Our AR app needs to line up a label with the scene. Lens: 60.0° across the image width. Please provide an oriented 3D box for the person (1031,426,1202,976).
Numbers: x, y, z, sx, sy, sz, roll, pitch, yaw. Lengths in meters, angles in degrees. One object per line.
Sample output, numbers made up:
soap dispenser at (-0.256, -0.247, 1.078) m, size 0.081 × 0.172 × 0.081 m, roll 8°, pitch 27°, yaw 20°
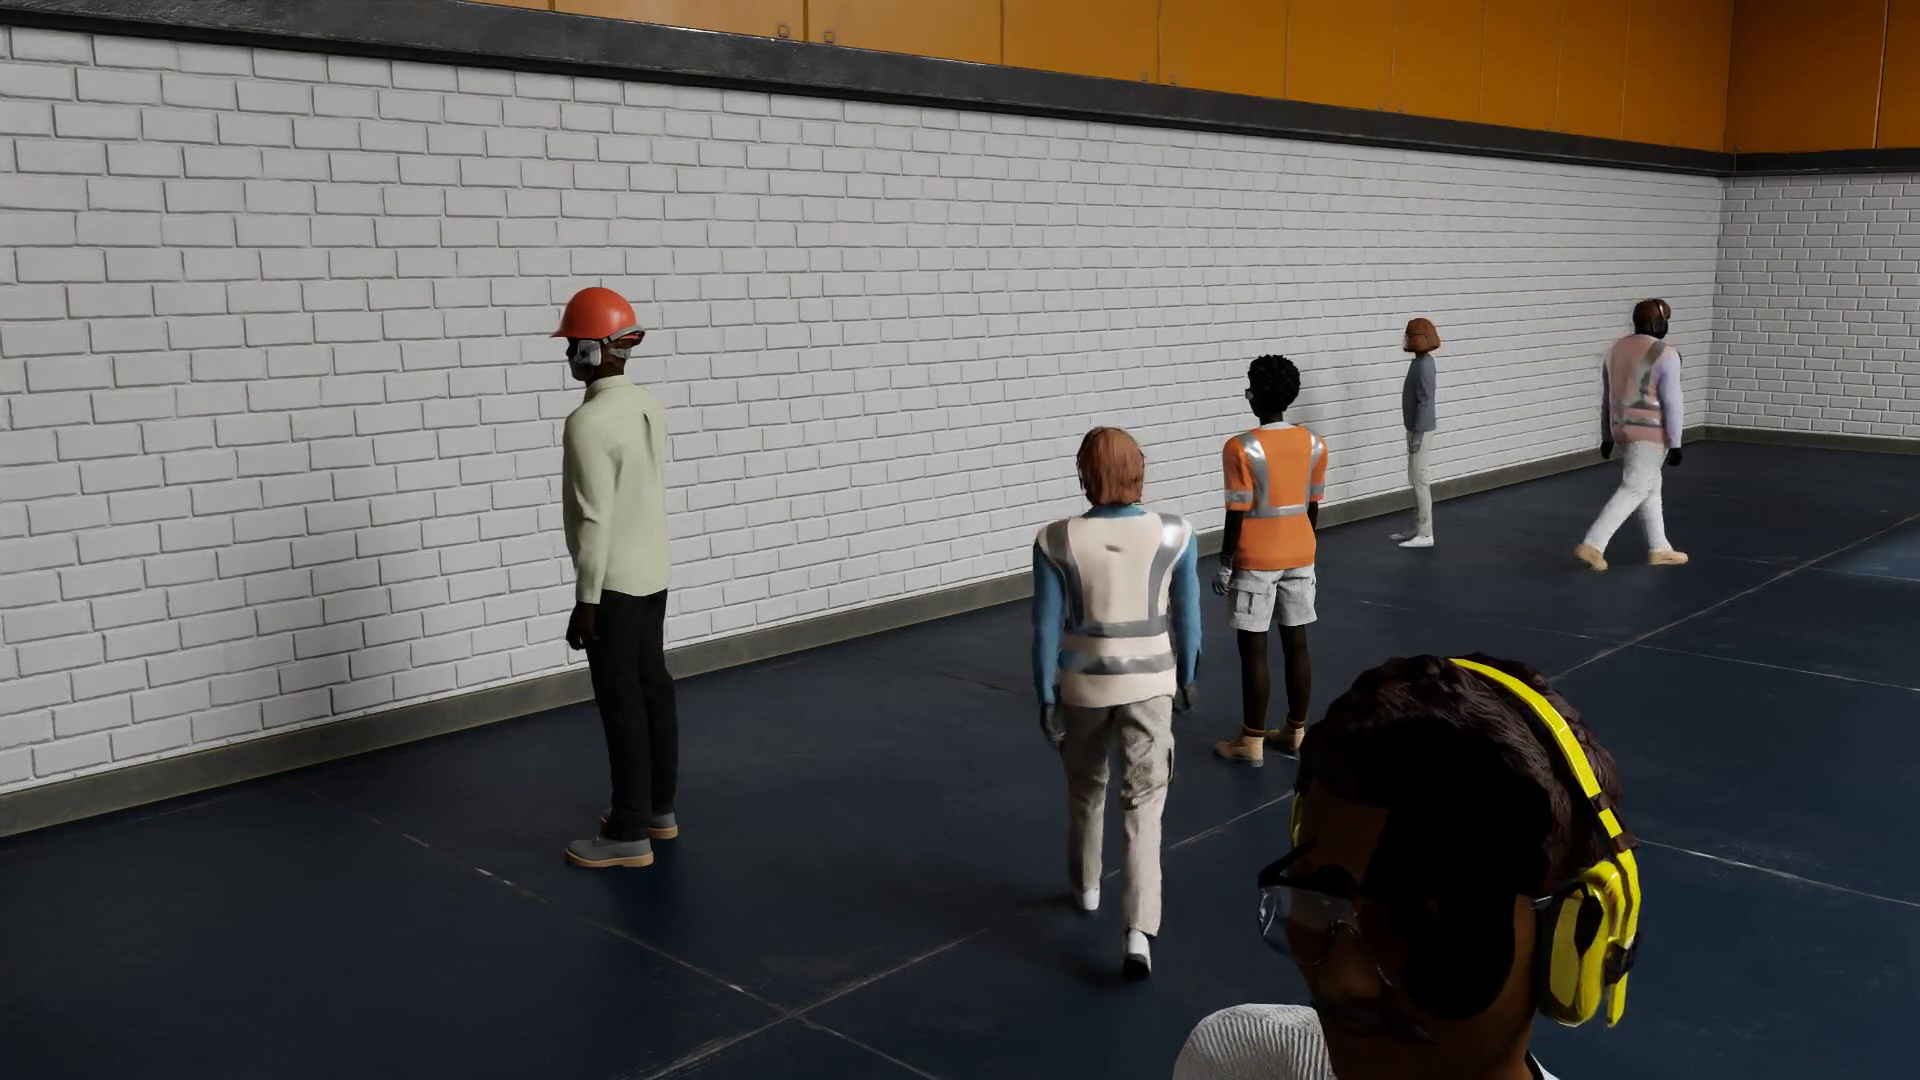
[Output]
person at (0.469, 0.460, 5.002) m, size 0.510 × 1.604 × 0.830 m, roll 1°, pitch 10°, yaw 7°

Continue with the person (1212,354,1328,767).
person at (1.270, 0.087, 6.862) m, size 0.532 × 1.697 × 0.320 m, roll -6°, pitch 12°, yaw -31°

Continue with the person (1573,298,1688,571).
person at (4.476, -0.692, 10.988) m, size 0.936 × 1.807 × 0.629 m, roll -3°, pitch 10°, yaw -14°

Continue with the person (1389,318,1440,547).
person at (3.276, -0.762, 11.913) m, size 0.336 × 1.639 × 0.530 m, roll 2°, pitch 10°, yaw 13°

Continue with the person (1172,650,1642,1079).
person at (0.317, 0.990, 1.225) m, size 0.521 × 1.874 × 0.327 m, roll 8°, pitch 13°, yaw 39°

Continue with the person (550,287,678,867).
person at (-1.196, 0.134, 5.748) m, size 0.389 × 1.996 × 0.612 m, roll 2°, pitch 10°, yaw 14°
